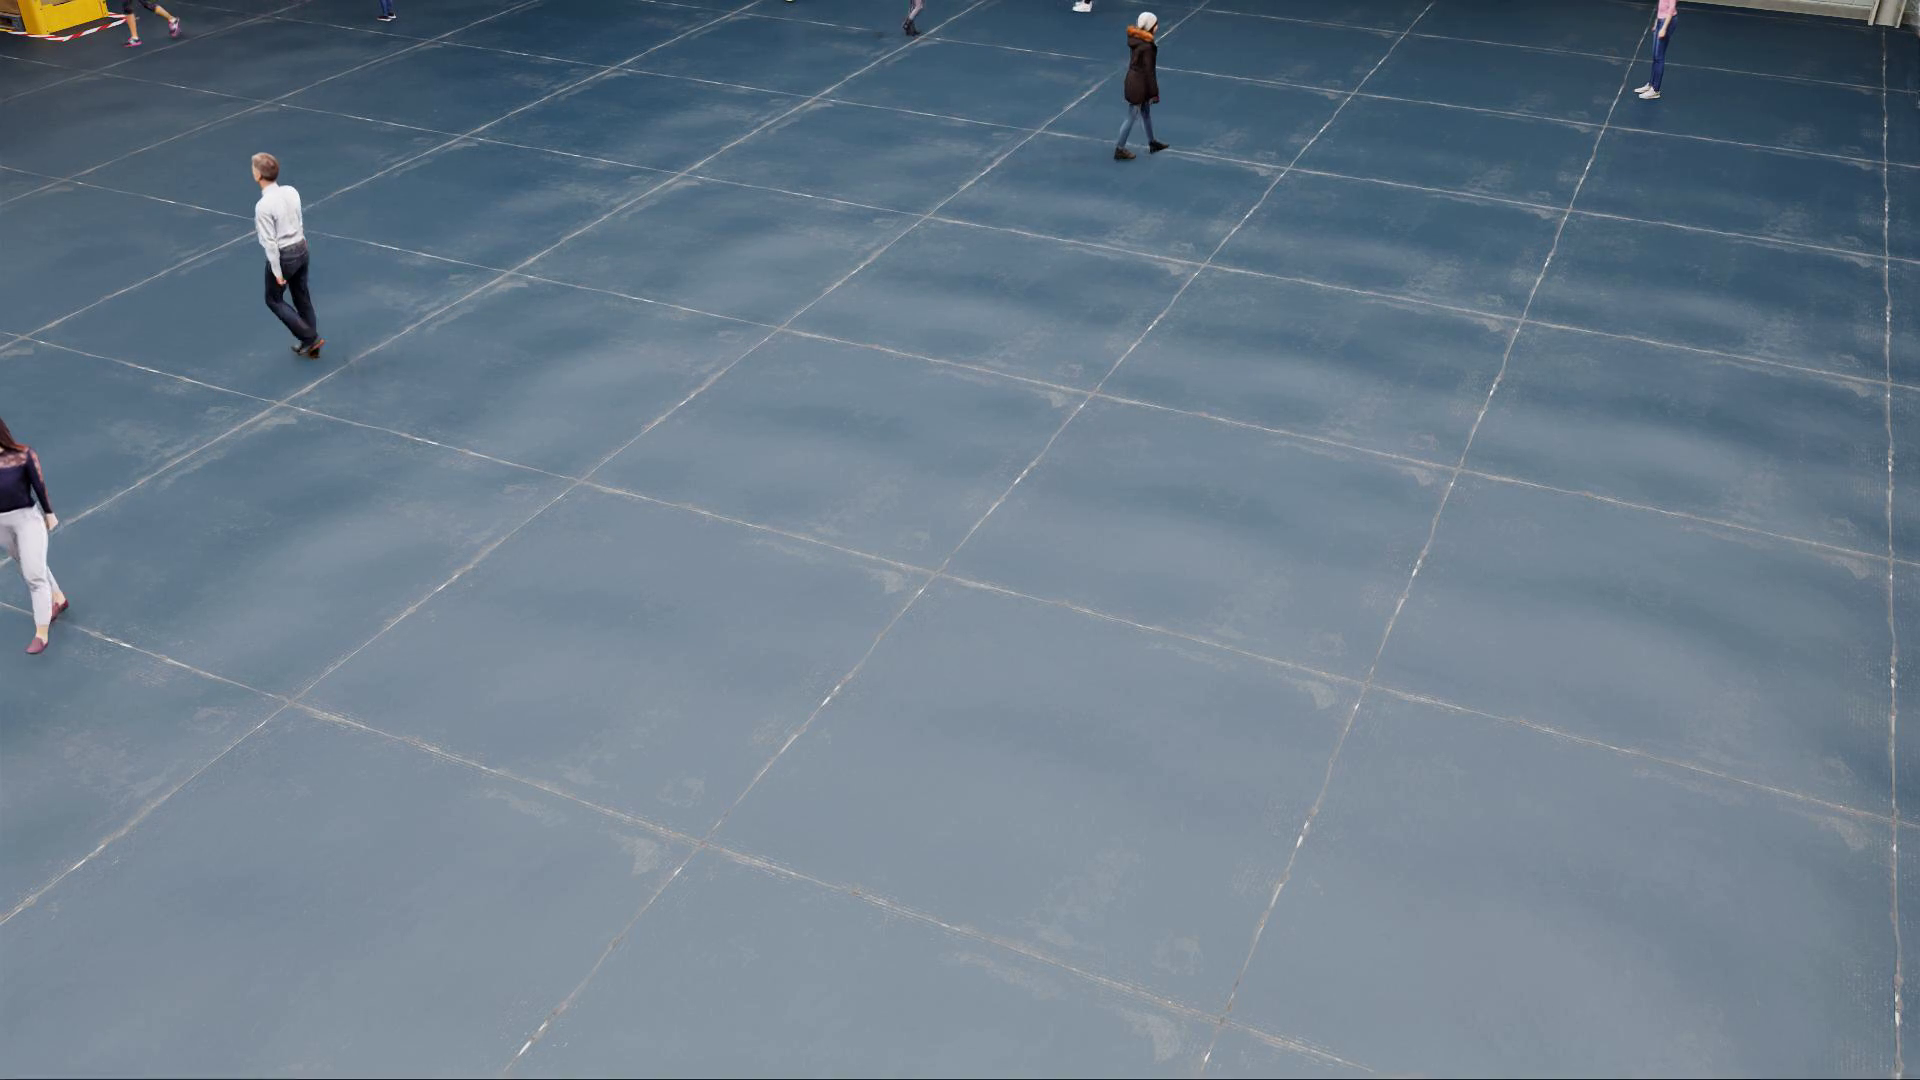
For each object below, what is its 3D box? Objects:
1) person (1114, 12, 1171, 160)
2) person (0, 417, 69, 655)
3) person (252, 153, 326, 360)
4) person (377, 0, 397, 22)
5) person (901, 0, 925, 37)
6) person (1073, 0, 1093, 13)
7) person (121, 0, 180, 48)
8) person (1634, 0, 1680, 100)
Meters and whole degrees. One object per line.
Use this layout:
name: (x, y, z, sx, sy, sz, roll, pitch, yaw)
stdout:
person: (1.882, -4.953, 18.233, 1.026, 1.609, 0.914, -5, 33, -8)
person: (-5.991, -0.117, 10.593, 0.970, 1.579, 0.896, 0, 32, 1)
person: (-5.567, -2.337, 13.900, 0.678, 1.808, 0.638, 13, 35, 20)
person: (-8.145, -7.893, 23.359, 0.514, 1.112, 0.480, 6, 33, 9)
person: (-0.706, -7.481, 22.557, 0.637, 1.270, 0.596, -1, 32, -2)
person: (1.784, -8.392, 23.560, 0.563, 1.742, 0.617, 9, 33, 14)
person: (-10.951, -7.481, 22.153, 1.038, 1.702, 0.722, 20, 37, 28)
person: (8.554, -6.256, 20.174, 0.576, 1.742, 0.618, 7, 33, 10)
